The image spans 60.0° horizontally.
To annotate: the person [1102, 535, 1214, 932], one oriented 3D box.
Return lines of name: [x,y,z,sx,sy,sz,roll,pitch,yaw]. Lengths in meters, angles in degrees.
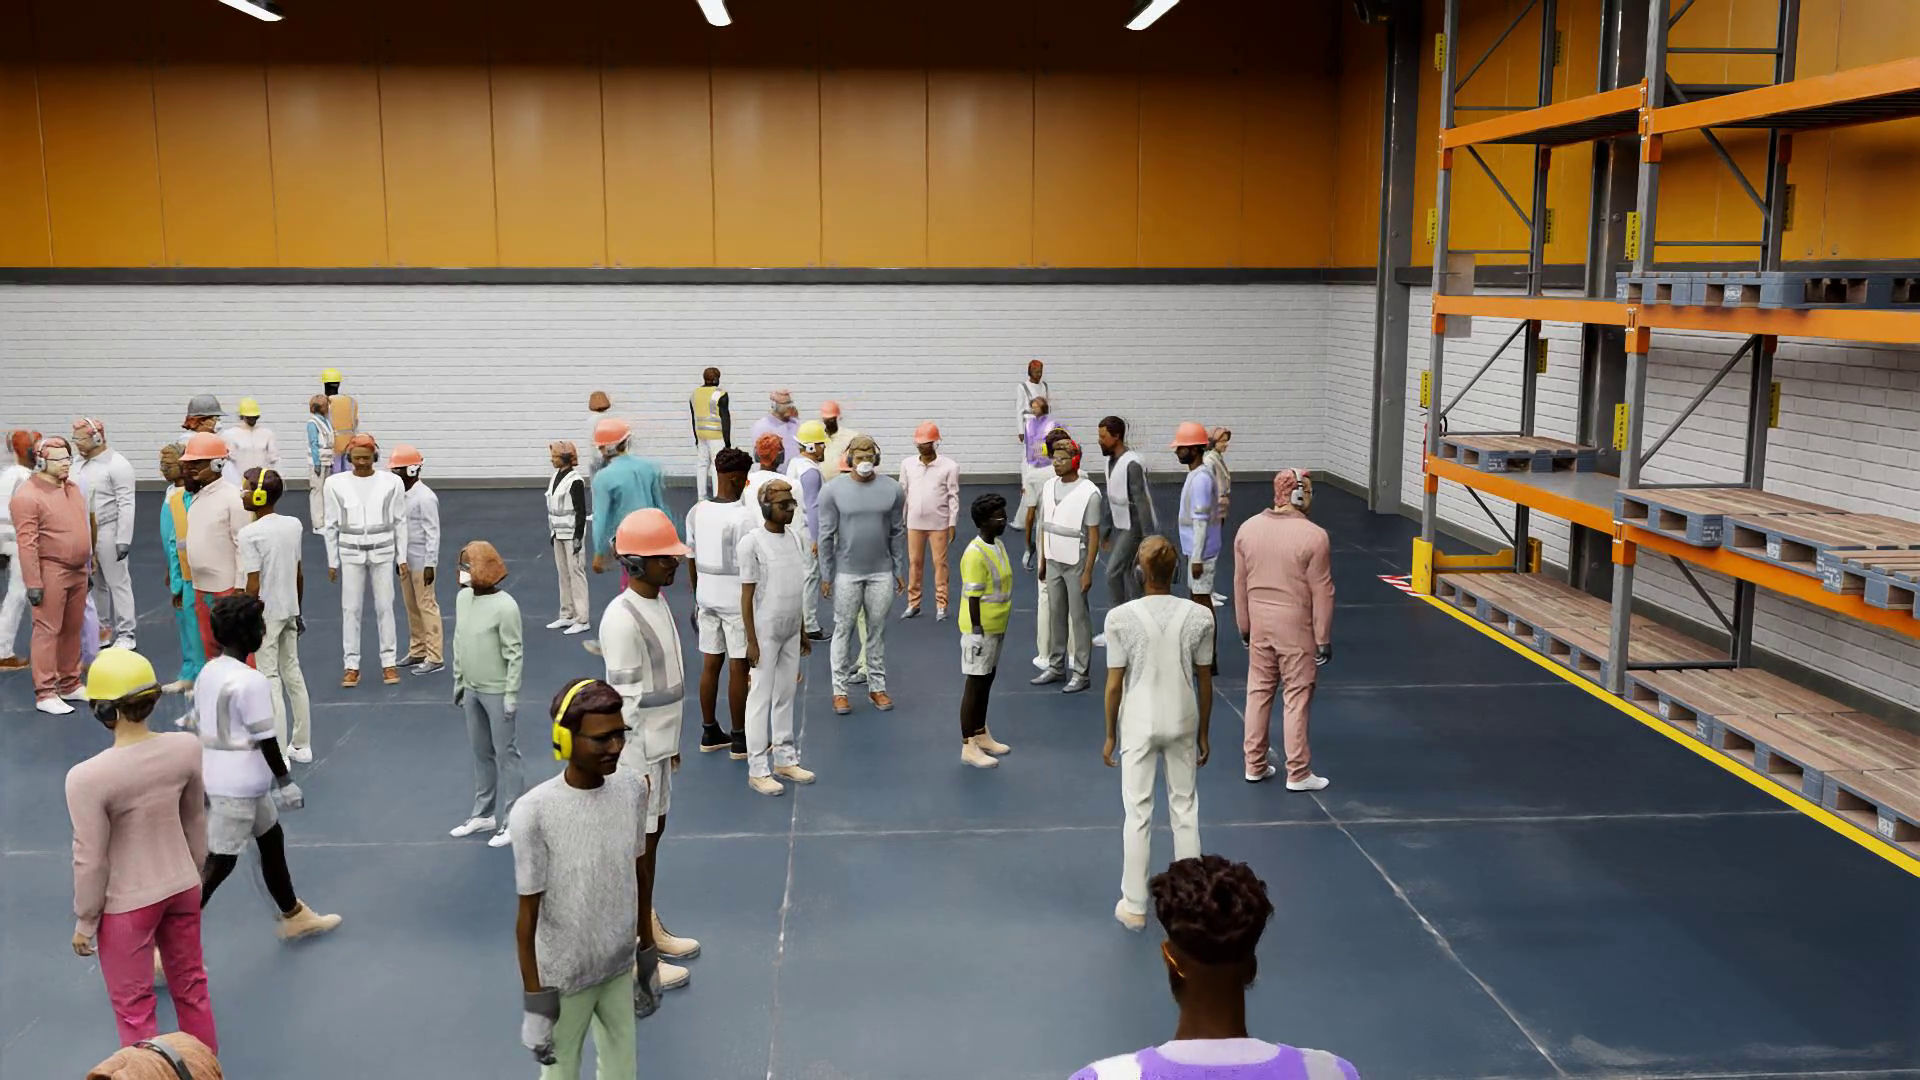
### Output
person: [0.908,0.892,7.671,0.506,1.846,0.351,0,9,-2]

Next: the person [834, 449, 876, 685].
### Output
person: [-0.758,0.194,12.337,0.338,1.752,0.565,0,9,-2]

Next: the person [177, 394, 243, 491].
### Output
person: [-6.374,-0.240,14.163,0.535,2.000,0.681,-2,9,-11]

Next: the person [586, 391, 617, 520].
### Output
person: [-4.353,-1.025,20.398,0.562,1.614,0.515,5,11,31]

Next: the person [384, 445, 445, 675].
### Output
person: [-4.167,0.145,12.648,0.343,1.749,0.573,-8,12,-43]

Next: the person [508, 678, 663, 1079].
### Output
person: [-1.107,1.316,4.981,0.321,1.860,0.506,7,12,38]

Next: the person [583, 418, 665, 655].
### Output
person: [-2.555,0.034,12.759,0.948,1.935,0.637,5,10,26]

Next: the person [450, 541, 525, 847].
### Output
person: [-2.519,0.809,8.850,0.498,1.634,0.280,7,11,37]

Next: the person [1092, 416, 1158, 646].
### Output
person: [1.289,-0.067,13.571,0.725,1.882,0.629,-2,9,-10]

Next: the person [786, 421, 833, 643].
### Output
person: [-1.235,-0.073,13.769,0.403,1.830,0.598,-3,10,-19]

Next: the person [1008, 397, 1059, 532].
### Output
person: [0.906,-0.865,19.466,0.524,1.594,0.870,7,11,36]

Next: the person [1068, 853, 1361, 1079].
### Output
person: [0.484,1.545,3.243,0.648,1.951,0.530,-1,9,-4]

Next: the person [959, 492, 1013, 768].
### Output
person: [0.163,0.546,10.307,0.317,1.695,0.540,3,9,17]

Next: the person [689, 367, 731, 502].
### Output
person: [-3.239,-1.344,21.769,0.619,1.836,0.430,6,11,35]

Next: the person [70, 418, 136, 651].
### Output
person: [-6.868,-0.024,13.251,0.639,1.902,0.406,4,10,24]

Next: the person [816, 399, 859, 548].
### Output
person: [-1.320,-0.602,17.385,0.567,1.738,0.410,3,10,20]

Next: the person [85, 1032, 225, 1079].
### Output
person: [-1.458,1.714,3.151,0.522,1.640,0.306,3,10,18]

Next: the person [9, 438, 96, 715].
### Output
person: [-6.253,0.240,11.572,0.402,1.906,0.652,1,9,5]

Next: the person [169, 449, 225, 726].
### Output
person: [-5.028,0.300,11.149,0.590,1.922,0.392,3,9,18]

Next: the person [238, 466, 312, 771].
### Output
person: [-4.206,0.483,10.149,0.323,1.875,0.530,3,9,17]

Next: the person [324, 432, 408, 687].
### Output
person: [-4.368,0.139,12.269,0.574,1.886,0.357,-3,10,-18]

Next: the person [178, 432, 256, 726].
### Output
person: [-4.952,0.275,11.077,0.612,1.995,0.378,5,10,29]

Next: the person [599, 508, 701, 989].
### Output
person: [-1.321,0.877,7.142,0.378,2.045,0.605,0,9,2]

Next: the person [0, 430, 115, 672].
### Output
person: [-7.087,0.066,12.852,0.605,1.834,0.977,9,13,44]

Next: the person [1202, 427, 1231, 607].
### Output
person: [2.332,-0.219,15.300,0.311,1.637,0.512,3,9,17]

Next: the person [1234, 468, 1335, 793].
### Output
person: [1.928,0.524,9.804,0.400,1.903,0.645,-9,13,-43]

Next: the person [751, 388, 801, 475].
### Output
person: [-1.774,-0.560,16.600,0.403,1.905,0.651,7,11,37]

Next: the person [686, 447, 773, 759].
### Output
person: [-1.443,0.388,10.470,0.613,1.957,0.387,8,12,40]

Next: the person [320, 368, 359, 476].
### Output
person: [-7.417,-1.078,19.785,0.366,1.927,0.585,5,11,31]

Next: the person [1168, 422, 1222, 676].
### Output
person: [1.775,0.066,12.624,0.418,1.926,0.547,1,9,6]

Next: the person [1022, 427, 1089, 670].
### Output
person: [0.739,0.066,12.778,0.518,1.870,0.323,0,9,-2]

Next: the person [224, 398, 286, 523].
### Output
person: [-7.325,-0.598,17.354,0.715,1.743,0.541,9,13,44]

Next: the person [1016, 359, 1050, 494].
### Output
person: [1.019,-1.536,22.829,0.584,1.878,0.368,-8,12,-41]

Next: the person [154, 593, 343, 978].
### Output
person: [-3.186,1.054,7.251,0.862,1.652,0.530,-7,12,-39]

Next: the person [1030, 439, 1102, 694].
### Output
person: [0.797,0.181,12.126,0.389,1.847,0.566,-8,12,-39]

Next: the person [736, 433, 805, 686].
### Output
person: [-1.404,0.151,12.221,0.570,1.879,0.351,3,9,17]

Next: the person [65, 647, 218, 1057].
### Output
person: [-2.829,1.236,5.752,0.306,1.770,0.525,4,10,23]

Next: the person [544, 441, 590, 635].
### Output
person: [-3.322,-0.025,14.077,0.306,1.637,0.522,-7,12,-38]

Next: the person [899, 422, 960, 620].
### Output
person: [-0.286,-0.168,14.615,0.563,1.750,0.325,2,9,14]

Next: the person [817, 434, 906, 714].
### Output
person: [-0.671,0.232,11.522,0.631,1.938,0.362,-3,10,-19]

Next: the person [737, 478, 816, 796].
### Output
person: [-1.073,0.558,9.770,0.346,1.847,0.507,6,11,35]

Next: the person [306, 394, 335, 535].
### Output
person: [-7.462,-0.878,19.431,0.312,1.639,0.512,-1,9,-4]

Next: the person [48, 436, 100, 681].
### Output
person: [-6.689,0.137,12.466,0.354,1.834,0.519,3,10,19]
